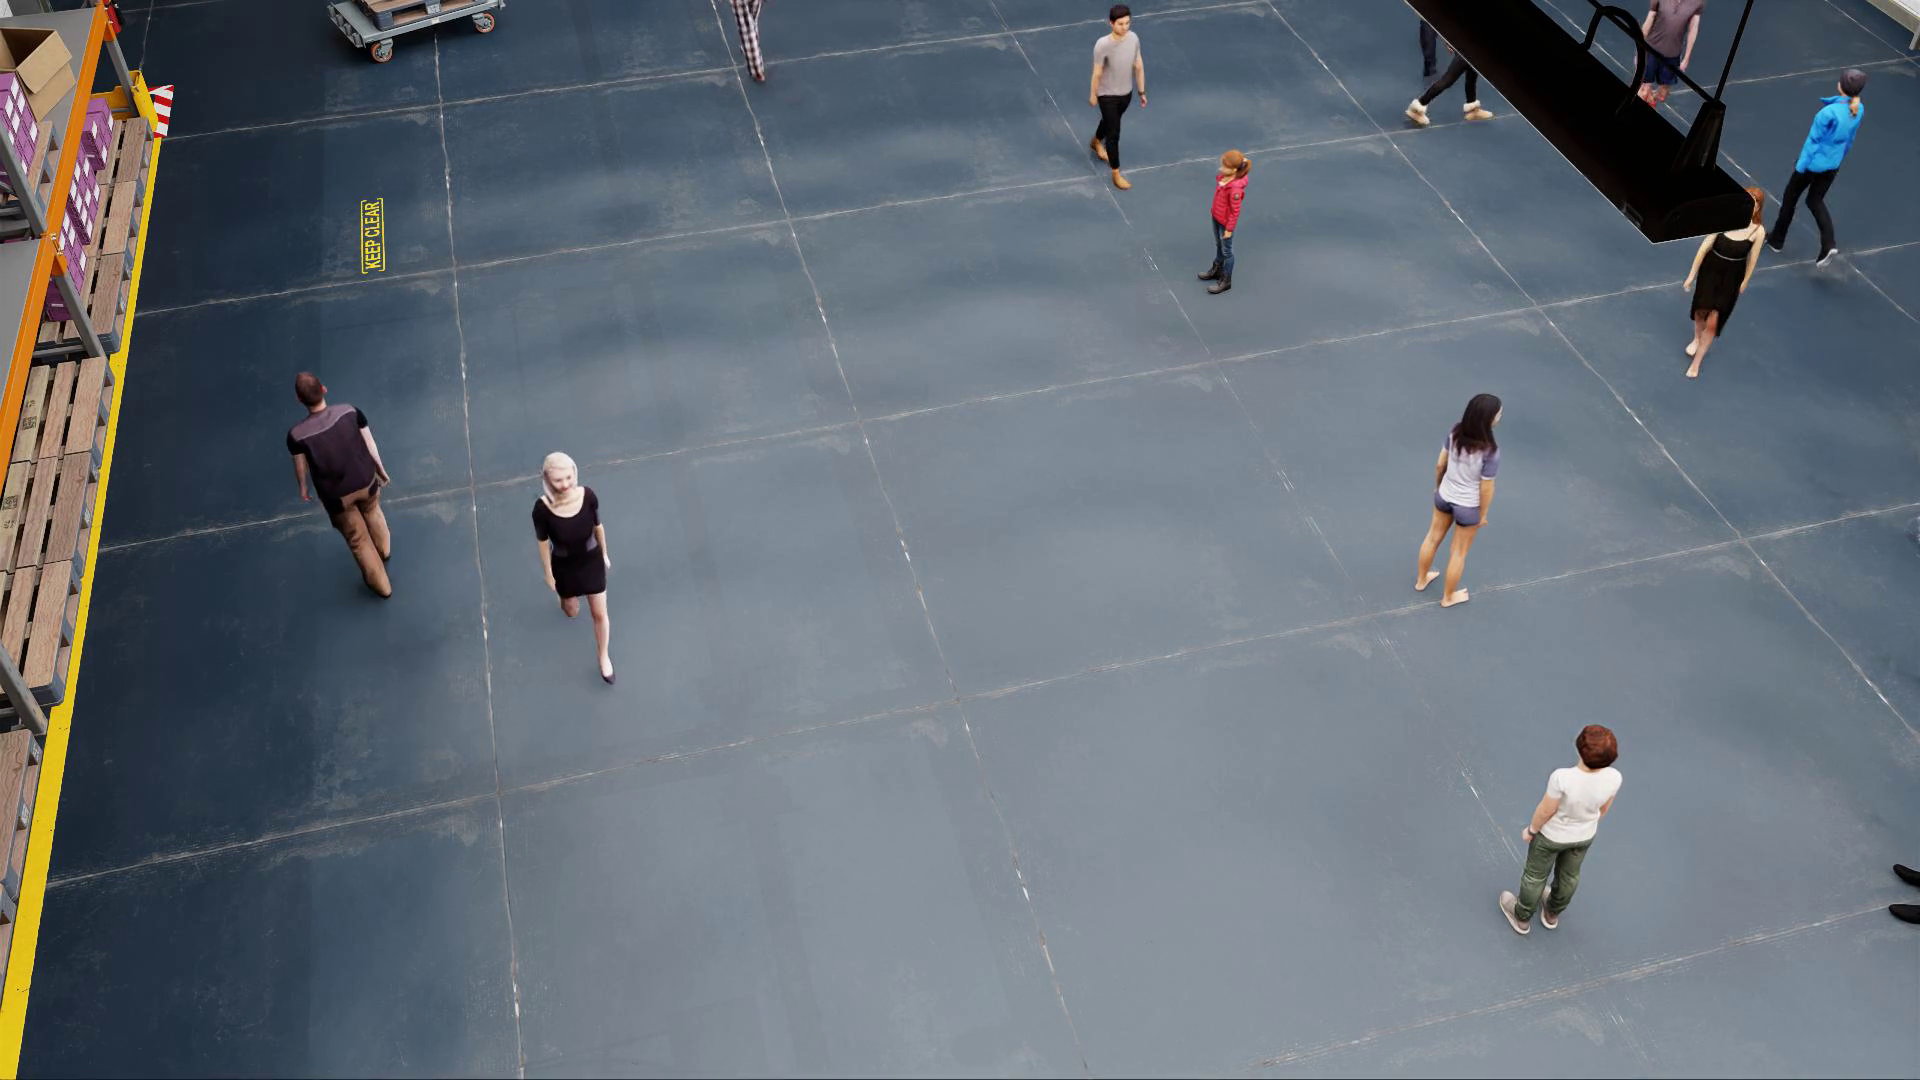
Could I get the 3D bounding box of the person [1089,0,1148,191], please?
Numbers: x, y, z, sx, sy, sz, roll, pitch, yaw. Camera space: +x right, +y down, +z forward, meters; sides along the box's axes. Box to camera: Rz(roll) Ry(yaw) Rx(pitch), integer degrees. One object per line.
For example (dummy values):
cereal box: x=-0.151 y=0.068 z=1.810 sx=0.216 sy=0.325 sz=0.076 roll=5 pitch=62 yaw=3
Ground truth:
person: x=1.393 y=-4.169 z=15.327 sx=0.804 sy=1.679 sz=1.179 roll=-22 pitch=48 yaw=-21

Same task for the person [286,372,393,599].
person: x=-4.089 y=-0.321 z=11.189 sx=0.895 sy=1.815 sz=0.997 roll=-29 pitch=50 yaw=-27

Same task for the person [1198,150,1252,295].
person: x=2.251 y=-2.711 z=14.060 sx=0.559 sy=1.316 sz=0.424 roll=-10 pitch=45 yaw=-11

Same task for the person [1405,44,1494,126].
person: x=4.757 y=-4.704 z=15.929 sx=0.847 sy=1.623 sz=1.127 roll=-1 pitch=44 yaw=-1

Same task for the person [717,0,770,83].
person: x=-2.098 y=-5.428 z=16.543 sx=0.813 sy=1.825 sz=1.025 roll=-22 pitch=48 yaw=-21

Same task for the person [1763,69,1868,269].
person: x=7.370 y=-3.121 z=14.155 sx=0.606 sy=1.778 sz=1.005 roll=-11 pitch=45 yaw=-11

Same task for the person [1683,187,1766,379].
person: x=6.084 y=-2.137 z=13.254 sx=0.874 sy=1.597 sz=0.909 roll=27 pitch=50 yaw=26

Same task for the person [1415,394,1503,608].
person: x=3.366 y=-0.267 z=11.194 sx=0.711 sy=1.732 sz=0.574 roll=-27 pitch=50 yaw=-25

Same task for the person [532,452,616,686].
person: x=-2.497 y=0.117 z=10.729 sx=0.734 sy=1.816 sz=1.038 roll=-20 pitch=47 yaw=-20

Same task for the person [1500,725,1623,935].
person: x=3.369 y=1.622 z=9.266 sx=0.597 sy=1.654 sz=0.576 roll=-4 pitch=44 yaw=-4

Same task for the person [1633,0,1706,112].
person: x=6.615 y=-4.621 z=15.688 sx=0.925 sy=1.836 sz=1.046 roll=11 pitch=45 yaw=11
